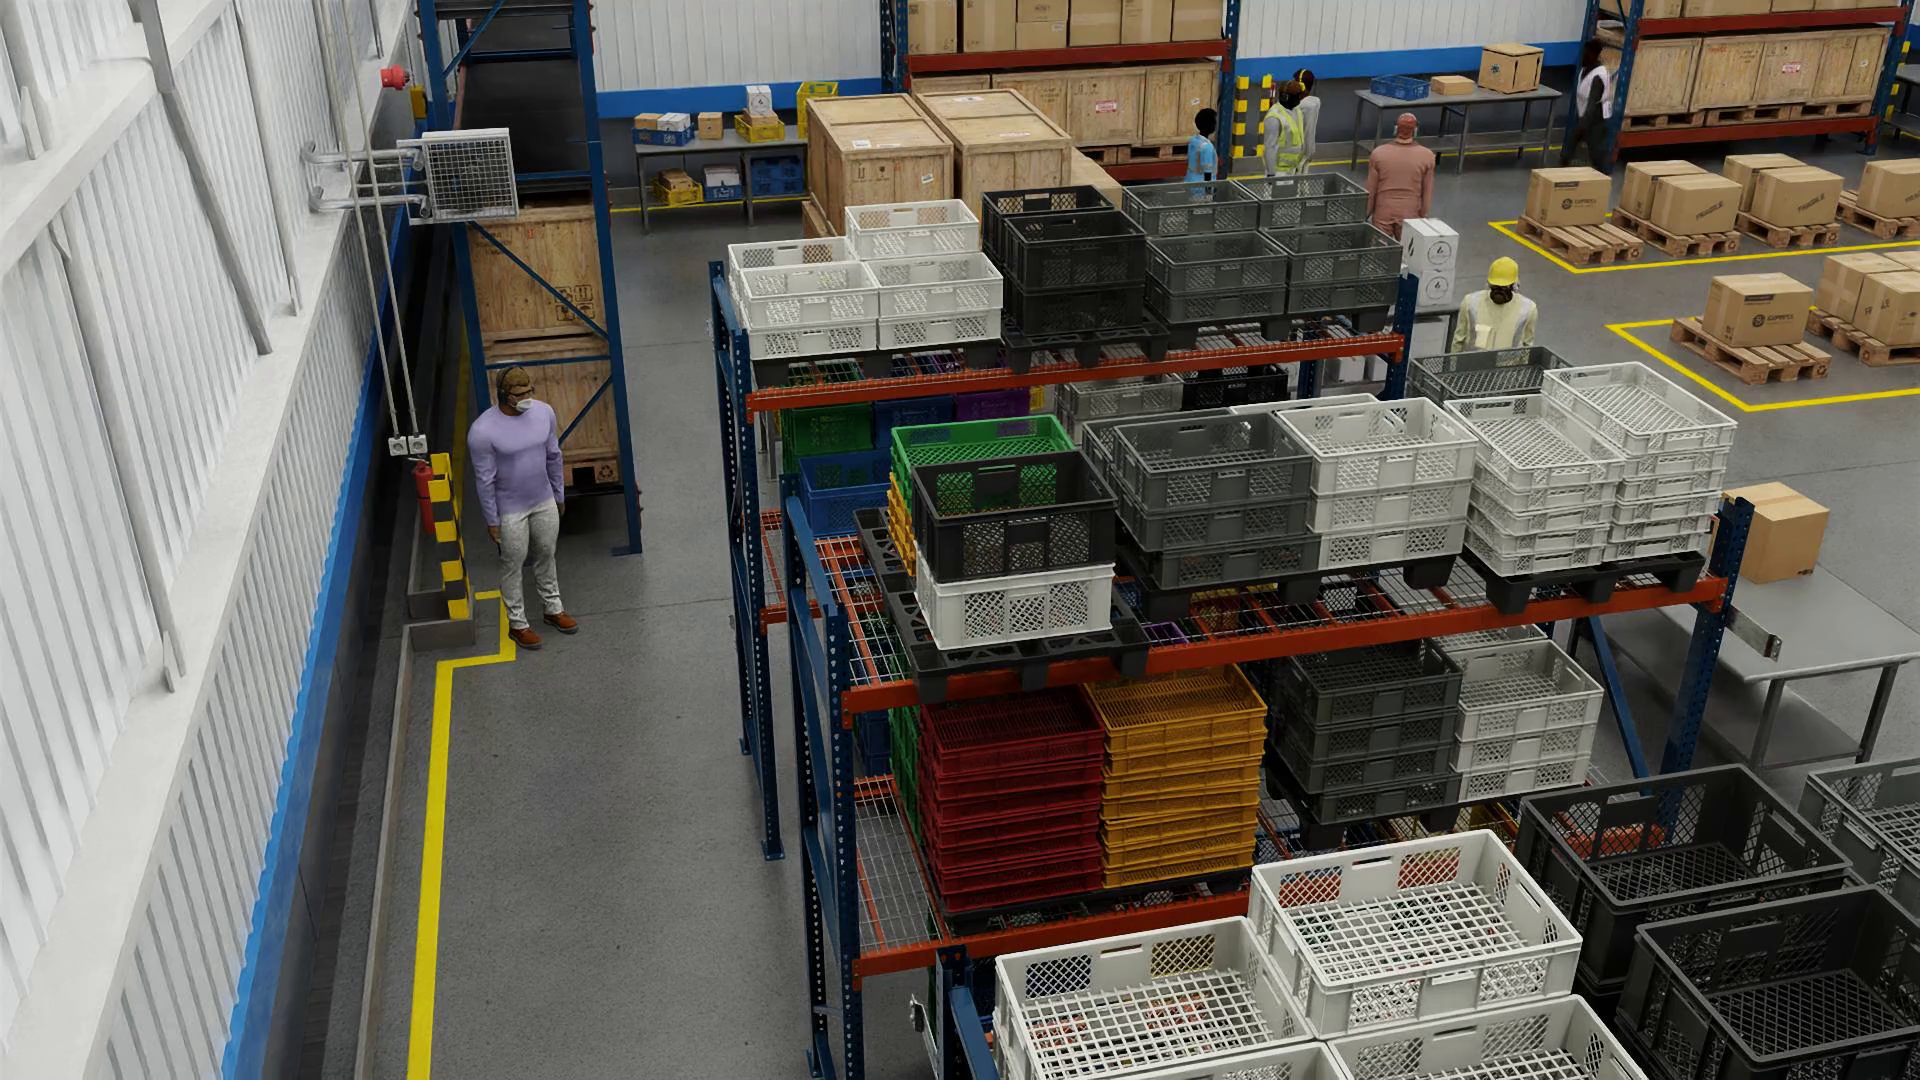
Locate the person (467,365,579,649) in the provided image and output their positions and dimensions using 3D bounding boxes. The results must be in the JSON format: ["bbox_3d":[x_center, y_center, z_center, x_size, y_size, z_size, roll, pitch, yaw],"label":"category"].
[{"bbox_3d":[-2.794,-0.226,10.682,0.374,1.933,0.625,23,35,36],"label":"person"}]

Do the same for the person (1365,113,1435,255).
[{"bbox_3d":[4.321,-3.265,16.471,0.653,1.904,0.405,6,28,11],"label":"person"}]

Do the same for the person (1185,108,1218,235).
[{"bbox_3d":[2.537,-3.690,17.499,0.316,1.696,0.540,-6,28,-10],"label":"person"}]

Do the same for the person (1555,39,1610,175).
[{"bbox_3d":[7.463,-5.053,19.905,0.933,1.862,0.623,-1,28,-2],"label":"person"}]

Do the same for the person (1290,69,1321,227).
[{"bbox_3d":[3.746,-4.265,18.414,0.328,1.865,0.508,19,33,32],"label":"person"}]

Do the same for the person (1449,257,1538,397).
[{"bbox_3d":[4.078,-1.304,12.828,0.600,1.829,0.404,9,29,16],"label":"person"}]

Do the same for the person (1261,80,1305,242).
[{"bbox_3d":[3.509,-4.080,18.101,0.430,1.836,0.619,19,33,31],"label":"person"}]
